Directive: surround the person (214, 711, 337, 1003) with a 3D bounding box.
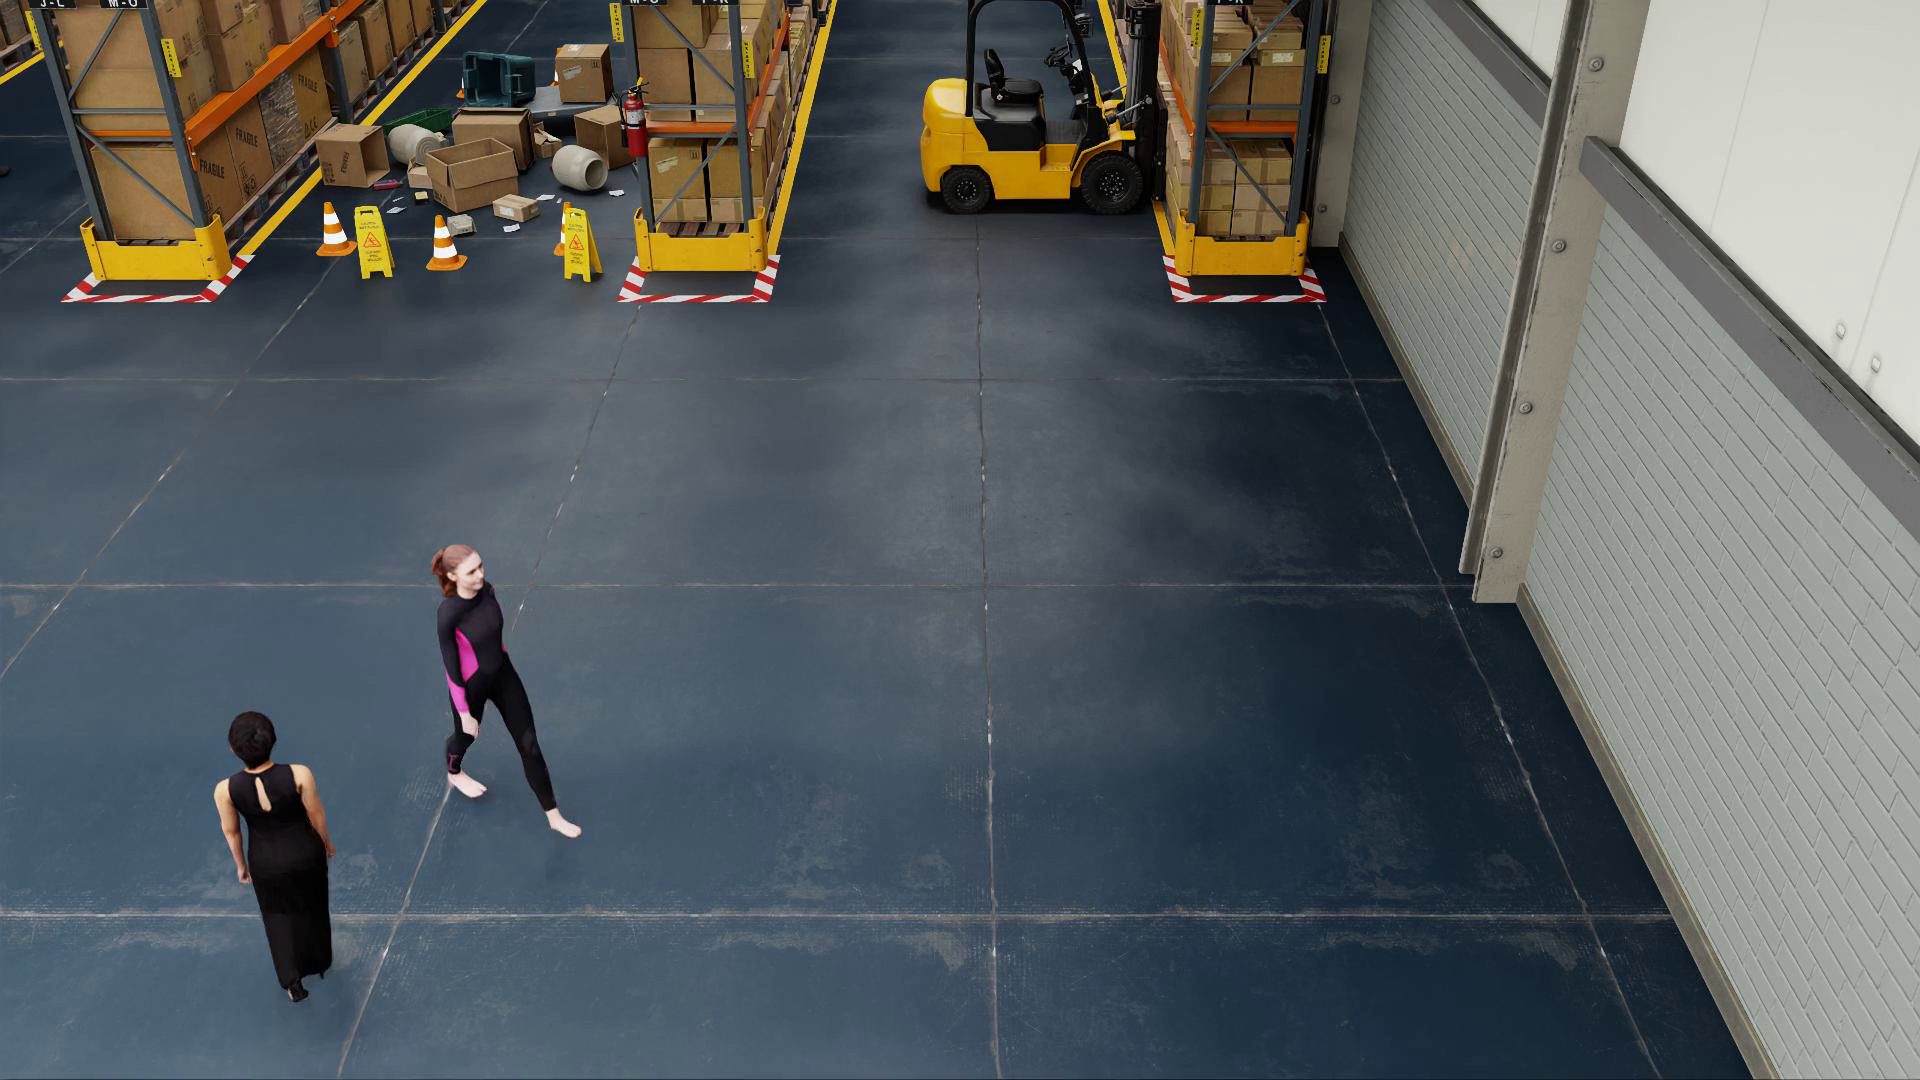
[{"bbox_3d":[-3.061,1.492,7.549,0.712,1.590,0.831,-11,34,-16],"label":"person"}]

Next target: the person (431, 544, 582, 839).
[{"bbox_3d":[-2.527,0.762,8.608,1.068,1.696,1.166,19,37,27],"label":"person"}]
